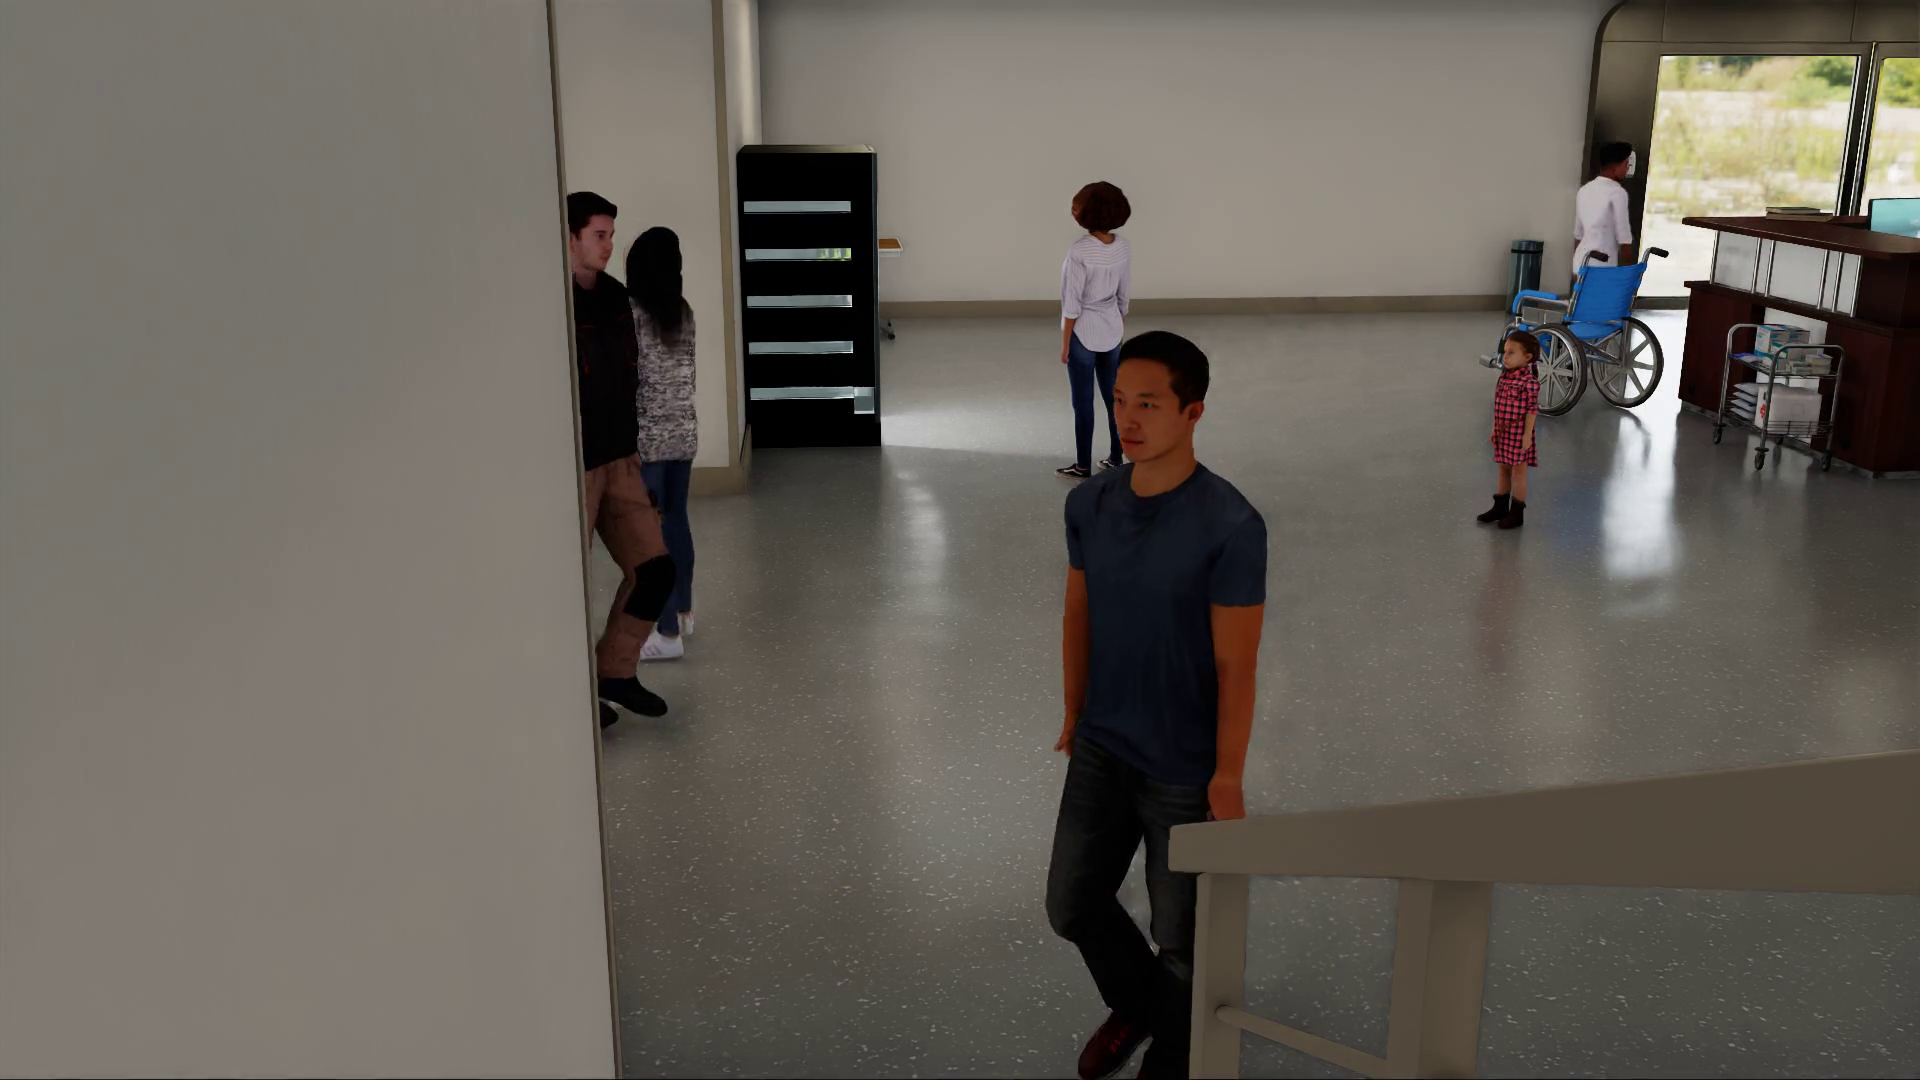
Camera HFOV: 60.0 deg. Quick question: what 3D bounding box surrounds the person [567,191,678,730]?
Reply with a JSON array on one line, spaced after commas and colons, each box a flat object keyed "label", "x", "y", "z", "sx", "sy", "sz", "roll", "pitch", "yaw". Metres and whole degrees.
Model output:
[{"label": "person", "x": -1.386, "y": -0.265, "z": 5.917, "sx": 0.925, "sy": 1.908, "sz": 0.845, "roll": 10, "pitch": 19, "yaw": 33}]

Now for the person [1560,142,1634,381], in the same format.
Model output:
[{"label": "person", "x": 4.768, "y": -2.094, "z": 12.624, "sx": 0.762, "sy": 1.790, "sz": 0.663, "roll": -5, "pitch": 17, "yaw": -18}]

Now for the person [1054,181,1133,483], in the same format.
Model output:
[{"label": "person", "x": 0.794, "y": -1.209, "z": 9.623, "sx": 0.746, "sy": 1.713, "sz": 0.772, "roll": -11, "pitch": 19, "yaw": -33}]

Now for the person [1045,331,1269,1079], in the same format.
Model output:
[{"label": "person", "x": 0.491, "y": 0.431, "z": 3.655, "sx": 0.807, "sy": 1.795, "sz": 0.861, "roll": 13, "pitch": 20, "yaw": 38}]

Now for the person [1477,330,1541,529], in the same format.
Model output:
[{"label": "person", "x": 2.893, "y": -0.581, "z": 8.671, "sx": 0.543, "sy": 1.021, "sz": 0.448, "roll": -7, "pitch": 17, "yaw": -24}]

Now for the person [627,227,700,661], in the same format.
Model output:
[{"label": "person", "x": -1.205, "y": -0.390, "z": 6.750, "sx": 0.864, "sy": 1.696, "sz": 0.757, "roll": 4, "pitch": 16, "yaw": 15}]
